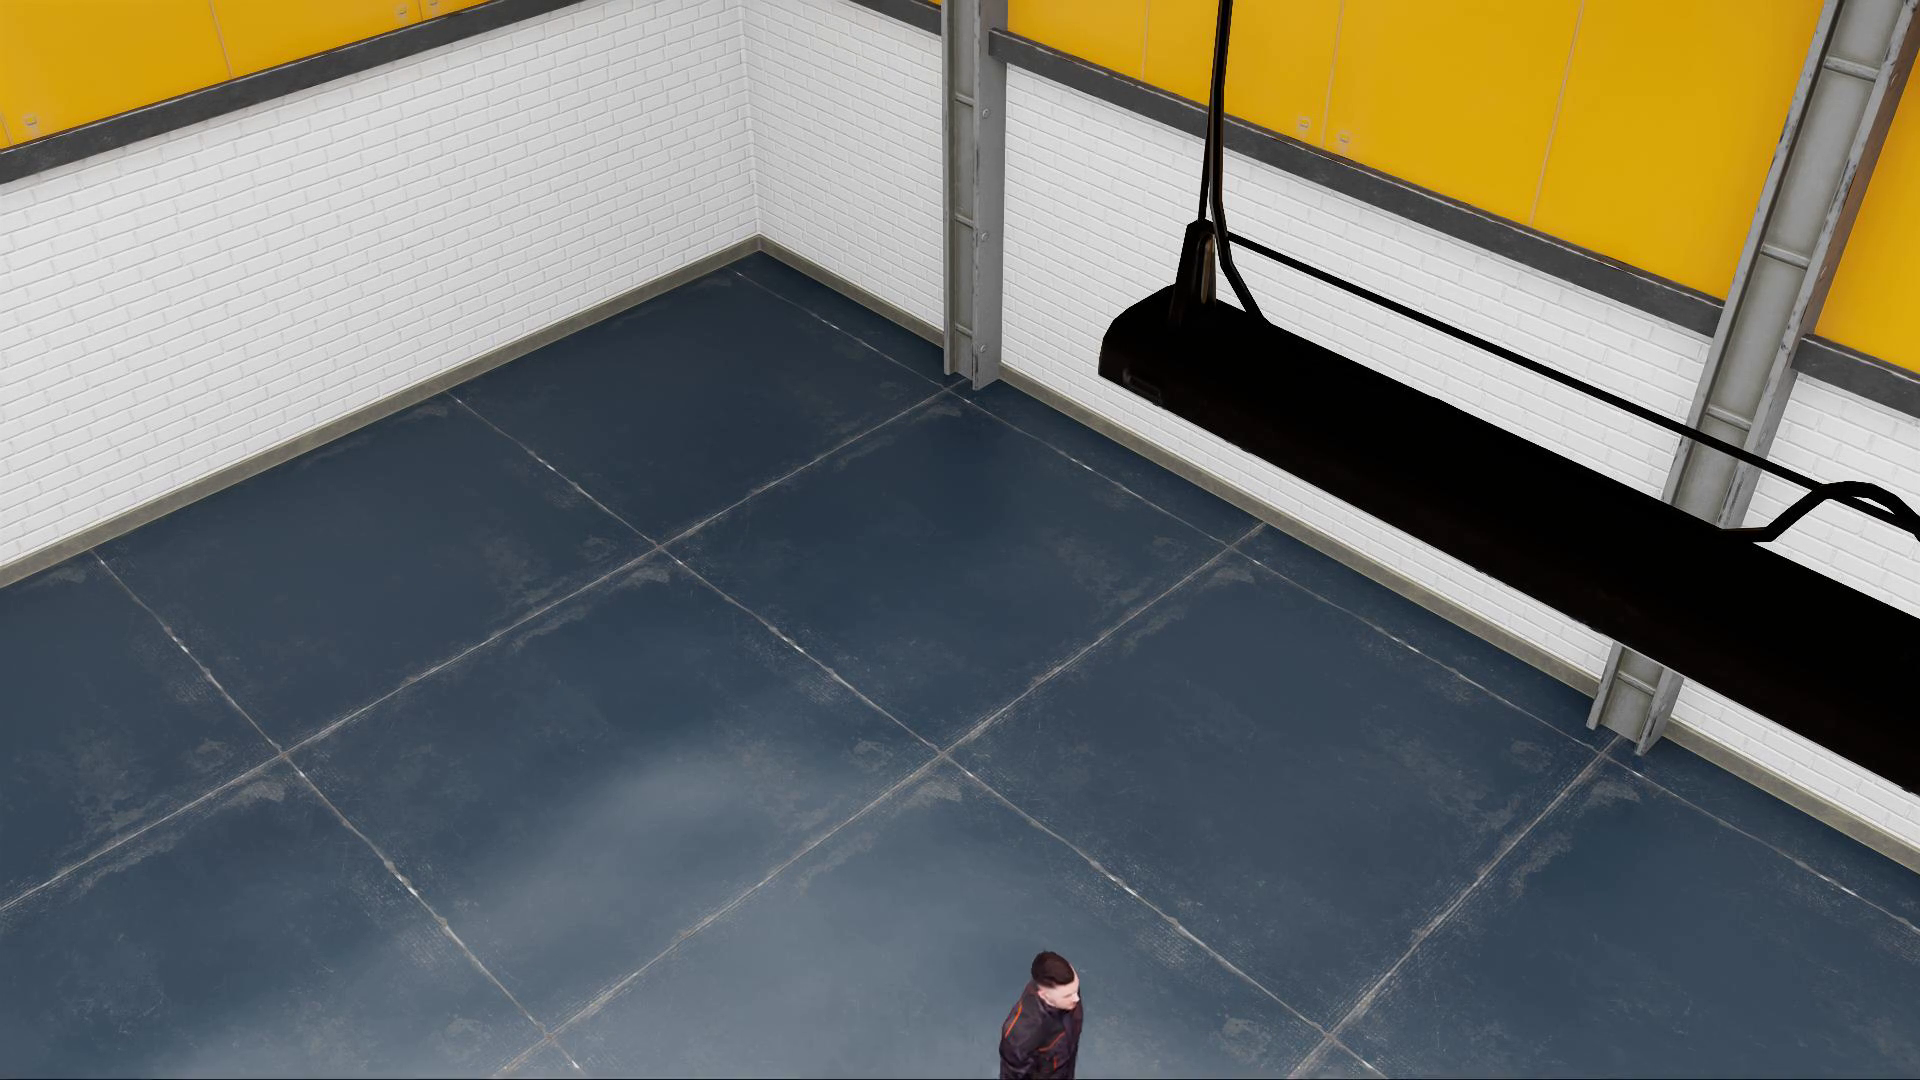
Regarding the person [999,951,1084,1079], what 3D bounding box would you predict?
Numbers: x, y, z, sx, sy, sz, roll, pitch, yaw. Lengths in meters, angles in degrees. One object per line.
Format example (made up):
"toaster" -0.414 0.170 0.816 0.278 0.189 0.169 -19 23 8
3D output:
"person" 0.305 2.487 7.828 0.999 1.839 0.874 19 42 22
